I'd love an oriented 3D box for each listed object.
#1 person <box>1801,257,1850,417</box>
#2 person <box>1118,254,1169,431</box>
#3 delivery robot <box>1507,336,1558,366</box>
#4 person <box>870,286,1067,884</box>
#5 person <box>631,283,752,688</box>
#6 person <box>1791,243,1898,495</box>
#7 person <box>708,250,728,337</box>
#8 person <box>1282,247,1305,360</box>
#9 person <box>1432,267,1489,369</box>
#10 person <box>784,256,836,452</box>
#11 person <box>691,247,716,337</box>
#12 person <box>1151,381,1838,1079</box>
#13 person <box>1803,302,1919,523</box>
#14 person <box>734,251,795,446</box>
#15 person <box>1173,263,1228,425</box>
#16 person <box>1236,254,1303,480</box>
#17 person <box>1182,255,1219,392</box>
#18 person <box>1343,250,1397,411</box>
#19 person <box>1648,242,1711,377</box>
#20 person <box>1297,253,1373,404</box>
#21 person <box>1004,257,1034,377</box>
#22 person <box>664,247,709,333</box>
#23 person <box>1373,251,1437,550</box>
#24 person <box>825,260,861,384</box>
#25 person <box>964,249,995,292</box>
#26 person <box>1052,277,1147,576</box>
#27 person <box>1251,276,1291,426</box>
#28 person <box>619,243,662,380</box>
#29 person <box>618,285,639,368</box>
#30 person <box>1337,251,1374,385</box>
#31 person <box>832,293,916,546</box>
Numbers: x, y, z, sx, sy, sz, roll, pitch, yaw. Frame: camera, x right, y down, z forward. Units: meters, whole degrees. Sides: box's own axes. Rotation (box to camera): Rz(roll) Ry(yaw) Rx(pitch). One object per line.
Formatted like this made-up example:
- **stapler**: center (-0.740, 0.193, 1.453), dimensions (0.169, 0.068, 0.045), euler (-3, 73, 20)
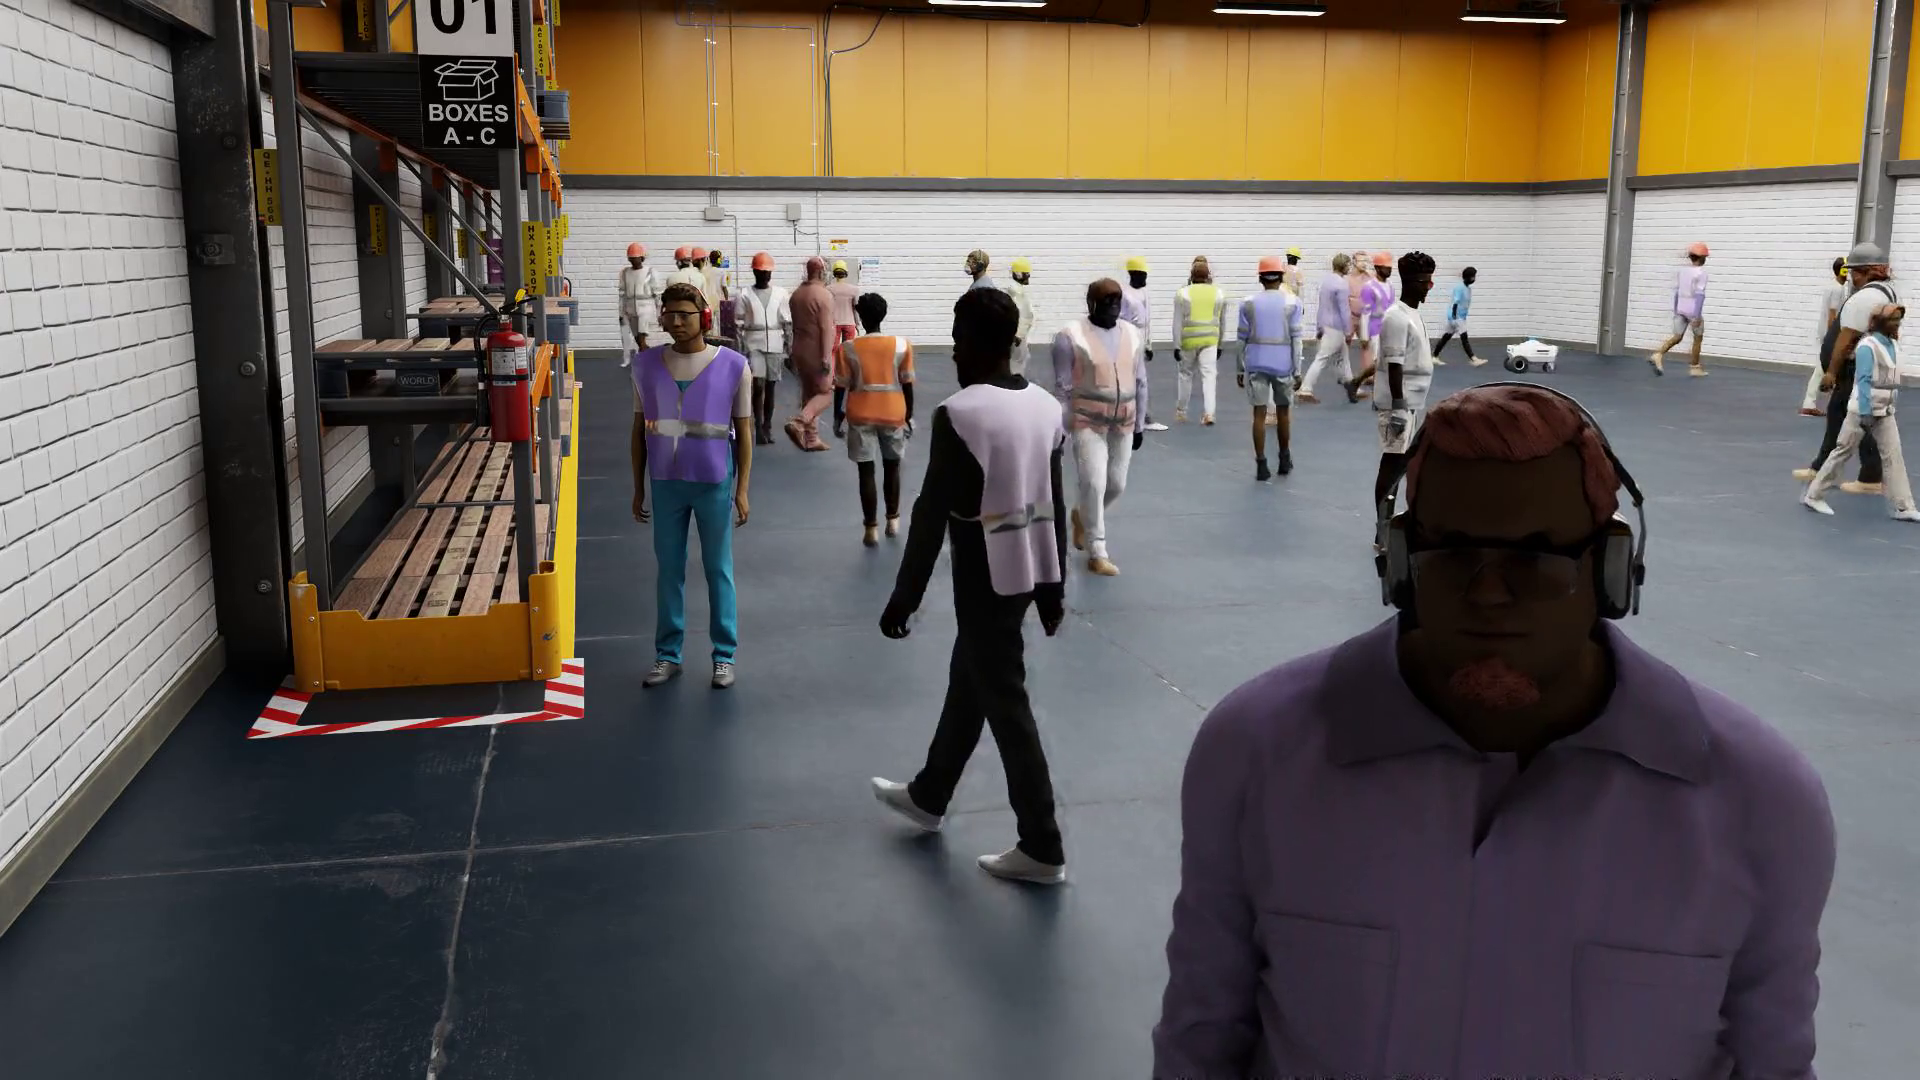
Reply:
- **person**: center (10.093, -2.316, 19.085), dimensions (0.717, 1.841, 0.550), euler (4, 11, 20)
- **person**: center (1.823, -2.137, 17.965), dimensions (0.943, 1.893, 0.591), euler (7, 12, 33)
- **delivery robot**: center (8.795, -2.887, 25.563), dimensions (0.707, 0.478, 0.477), euler (1, 10, 5)
- **person**: center (-0.010, 0.139, 5.383), dimensions (0.912, 1.884, 0.604), euler (6, 12, 30)
- **person**: center (-1.221, -0.244, 7.607), dimensions (0.564, 1.842, 0.388), euler (1, 10, 6)
- **person**: center (7.168, -1.408, 13.505), dimensions (0.867, 2.000, 0.687), euler (8, 13, 39)
- **person**: center (-4.086, -3.907, 27.834), dimensions (0.530, 1.869, 0.311), euler (4, 11, 23)
- **person**: center (5.632, -4.026, 28.356), dimensions (0.384, 1.917, 0.584), euler (-9, 14, -42)
- **person**: center (7.984, -3.546, 26.559), dimensions (1.015, 1.599, 0.543), euler (6, 12, 31)
- **person**: center (-1.437, -1.755, 15.868), dimensions (0.561, 1.893, 0.656), euler (-8, 13, -39)
- **person**: center (-4.080, -3.717, 26.608), dimensions (0.501, 1.928, 0.594), euler (0, 10, -2)
- **person**: center (0.507, 0.792, 1.687), dimensions (0.646, 1.907, 0.401), euler (3, 11, 16)
- **person**: center (6.662, -0.942, 12.170), dimensions (0.539, 1.594, 0.873), euler (-7, 12, -34)
- **person**: center (-1.910, -1.886, 16.489), dimensions (0.567, 1.916, 0.672), euler (-4, 11, -22)
- **person**: center (2.659, -2.175, 18.479), dimensions (0.624, 1.790, 0.981), euler (-1, 10, -5)
- **person**: center (2.672, -1.492, 14.321), dimensions (0.572, 1.910, 0.783), euler (3, 11, 17)
- **person**: center (3.198, -2.870, 22.197), dimensions (0.504, 1.835, 0.368), euler (4, 11, 22)
- **person**: center (4.945, -2.503, 19.908), dimensions (0.547, 1.920, 0.728), euler (-10, 14, -43)
- **person**: center (10.746, -3.406, 24.705), dimensions (0.937, 2.012, 0.617), euler (-3, 11, -17)
- **person**: center (4.675, -2.619, 20.683), dimensions (1.054, 1.883, 0.635), euler (-1, 10, -7)
- **person**: center (0.702, -2.662, 21.072), dimensions (0.465, 1.816, 0.608), euler (-1, 10, -3)
- **person**: center (-3.802, -3.123, 23.296), dimensions (0.617, 1.952, 1.011), euler (-9, 13, -40)
- **person**: center (2.919, -0.906, 10.963), dimensions (0.373, 1.955, 0.607), euler (5, 11, 24)
- **person**: center (-1.605, -2.883, 22.446), dimensions (0.535, 1.766, 0.317), euler (-2, 10, -9)
- **person**: center (0.196, -2.055, 17.376), dimensions (0.371, 1.940, 0.630), euler (-1, 10, -7)
- **person**: center (0.842, -0.727, 10.384), dimensions (0.635, 1.822, 0.778), euler (-5, 11, -24)
- **person**: center (3.402, -2.125, 18.094), dimensions (0.436, 1.829, 0.658), euler (4, 11, 19)
- **person**: center (-4.698, -3.382, 24.590), dimensions (0.640, 2.007, 0.923), euler (3, 11, 16)
- **person**: center (-5.186, -3.524, 26.423), dimensions (0.534, 1.605, 0.496), euler (3, 11, 14)
- **person**: center (5.584, -3.087, 23.271), dimensions (0.651, 1.872, 0.863), euler (-4, 11, -19)
- **person**: center (-0.593, -0.820, 11.201), dimensions (0.554, 1.681, 0.568), euler (-2, 10, -10)
